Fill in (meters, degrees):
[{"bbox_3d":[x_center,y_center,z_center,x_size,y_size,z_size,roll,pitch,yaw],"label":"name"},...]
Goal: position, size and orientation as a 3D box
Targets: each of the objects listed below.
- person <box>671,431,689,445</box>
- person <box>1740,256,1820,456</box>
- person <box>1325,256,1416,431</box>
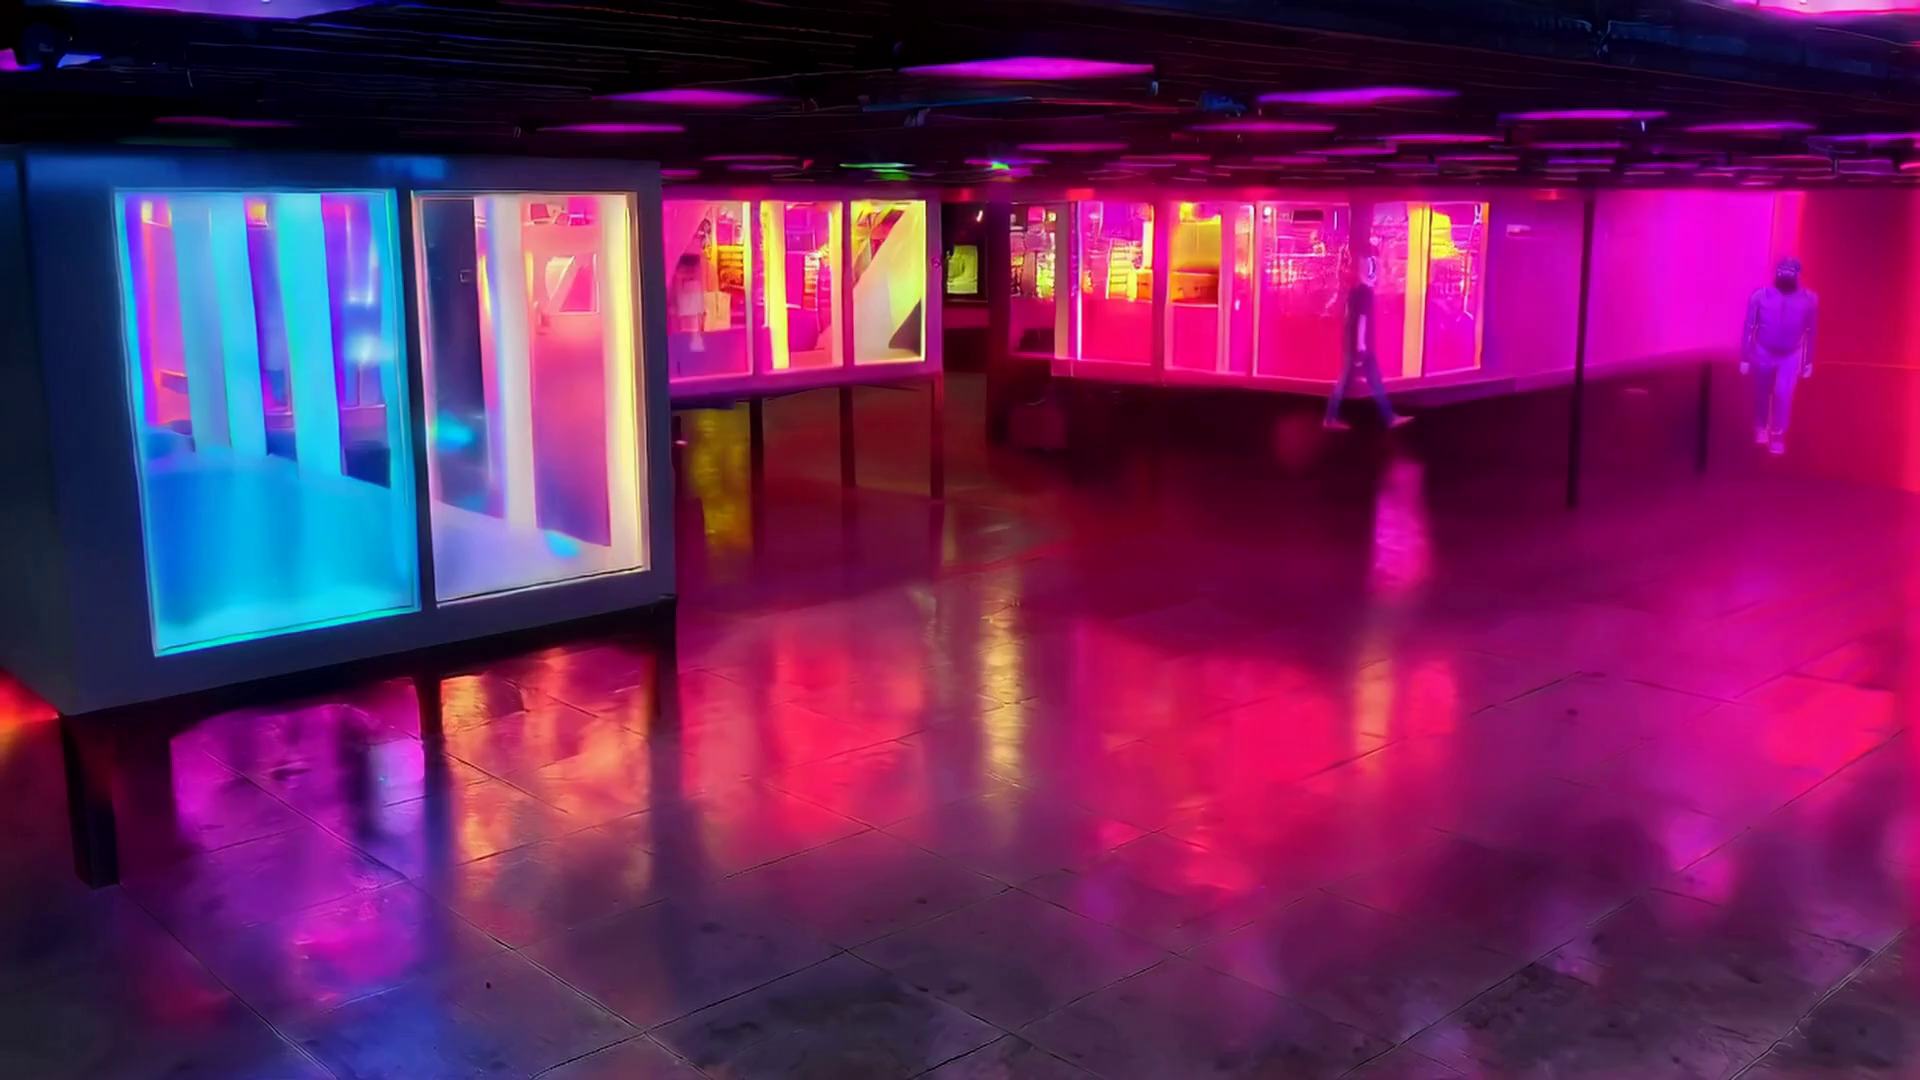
[{"bbox_3d":[-2.943,-1.671,16.089,0.778,1.594,0.521,-5,12,-24],"label":"person"},{"bbox_3d":[7.837,-1.779,15.935,0.646,1.877,0.883,6,13,28],"label":"person"},{"bbox_3d":[4.293,-2.039,17.394,0.957,1.818,0.554,-1,11,-3],"label":"person"}]
